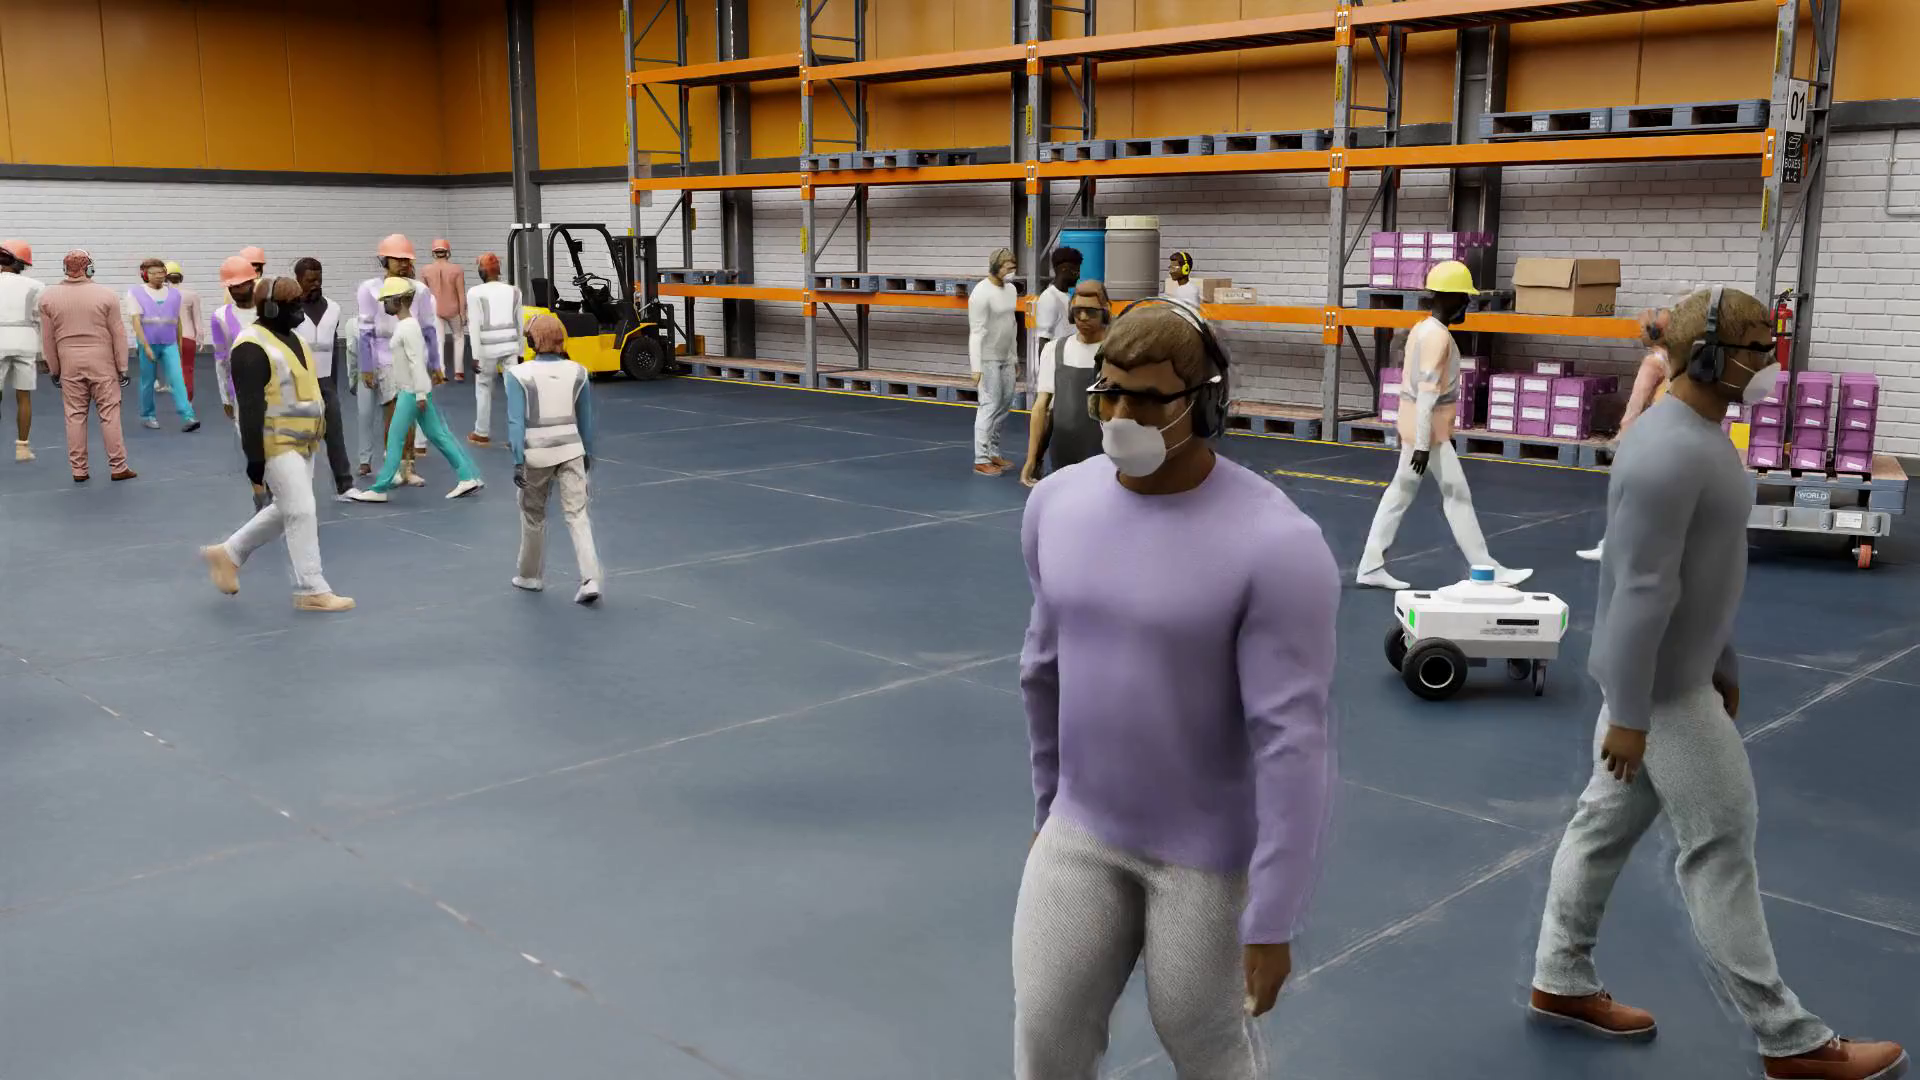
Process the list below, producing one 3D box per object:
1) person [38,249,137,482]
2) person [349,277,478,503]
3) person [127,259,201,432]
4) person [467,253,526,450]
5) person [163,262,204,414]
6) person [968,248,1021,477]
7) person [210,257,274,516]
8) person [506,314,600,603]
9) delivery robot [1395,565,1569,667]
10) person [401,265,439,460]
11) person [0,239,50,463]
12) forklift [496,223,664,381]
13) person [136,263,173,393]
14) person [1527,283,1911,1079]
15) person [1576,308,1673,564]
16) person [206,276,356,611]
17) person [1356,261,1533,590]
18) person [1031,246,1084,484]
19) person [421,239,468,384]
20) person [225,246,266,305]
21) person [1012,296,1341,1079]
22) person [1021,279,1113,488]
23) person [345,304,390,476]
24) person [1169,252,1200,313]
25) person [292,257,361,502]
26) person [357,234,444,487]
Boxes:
[{"bbox_3d":[-7.167,-1.428,13.695,0.639,1.911,0.406,-2,11,-10],"label":"person"},{"bbox_3d":[-4.166,-1.140,12.678,0.938,1.714,0.536,-4,11,-20],"label":"person"},{"bbox_3d":[-8.273,-2.005,17.189,1.017,1.782,0.553,10,14,44],"label":"person"},{"bbox_3d":[-4.426,-1.777,15.757,0.615,1.842,0.909,-9,14,-41],"label":"person"},{"bbox_3d":[-8.968,-2.316,19.061,0.538,1.716,0.918,-7,12,-32],"label":"person"},{"bbox_3d":[0.250,-1.498,14.054,0.483,1.915,0.667,6,12,31],"label":"person"},{"bbox_3d":[-5.054,-1.086,11.937,0.539,1.879,1.019,-4,11,-20],"label":"person"},{"bbox_3d":[-2.252,-0.454,9.241,0.534,1.593,0.870,-8,13,-37],"label":"person"},{"bbox_3d":[2.318,0.355,7.406,0.707,0.478,0.477,1,10,4],"label":"delivery robot"},{"bbox_3d":[-4.956,-1.613,14.885,0.577,1.857,0.882,-5,11,-24],"label":"person"},{"bbox_3d":[-8.469,-1.681,14.847,0.663,1.991,0.520,-6,12,-30],"label":"person"},{"bbox_3d":[-5.316,-3.263,22.920,2.313,2.155,1.214,-10,14,-44],"label":"forklift"},{"bbox_3d":[-10.339,-2.709,21.305,0.512,1.682,0.540,1,10,7],"label":"person"},{"bbox_3d":[1.838,0.360,3.956,0.902,1.902,0.654,5,12,26],"label":"person"},{"bbox_3d":[4.173,-0.577,9.916,0.859,1.590,0.516,7,13,34],"label":"person"},{"bbox_3d":[-3.730,-0.514,8.983,0.810,1.816,0.630,1,10,3],"label":"person"},{"bbox_3d":[2.724,-0.617,9.350,0.974,1.871,0.613,1,10,8],"label":"person"},{"bbox_3d":[0.791,-1.378,13.338,0.639,1.932,0.628,3,11,17],"label":"person"},{"bbox_3d":[-7.045,-3.130,22.815,0.638,1.961,0.757,0,10,0],"label":"person"},{"bbox_3d":[-6.626,-1.811,15.738,0.564,1.921,0.417,-2,11,-9],"label":"person"},{"bbox_3d":[0.267,0.564,2.804,0.658,1.913,0.805,9,13,39],"label":"person"},{"bbox_3d":[0.602,-0.393,8.350,0.516,1.805,0.837,5,11,24],"label":"person"},{"bbox_3d":[-4.890,-1.327,13.959,0.510,1.598,0.786,-2,11,-12],"label":"person"},{"bbox_3d":[2.194,-1.897,16.397,0.320,1.861,0.515,-2,11,-11],"label":"person"},{"bbox_3d":[-5.006,-1.216,12.697,0.938,1.869,0.614,7,13,35],"label":"person"},{"bbox_3d":[-4.454,-1.422,13.324,0.448,2.027,0.623,9,14,40],"label":"person"}]
